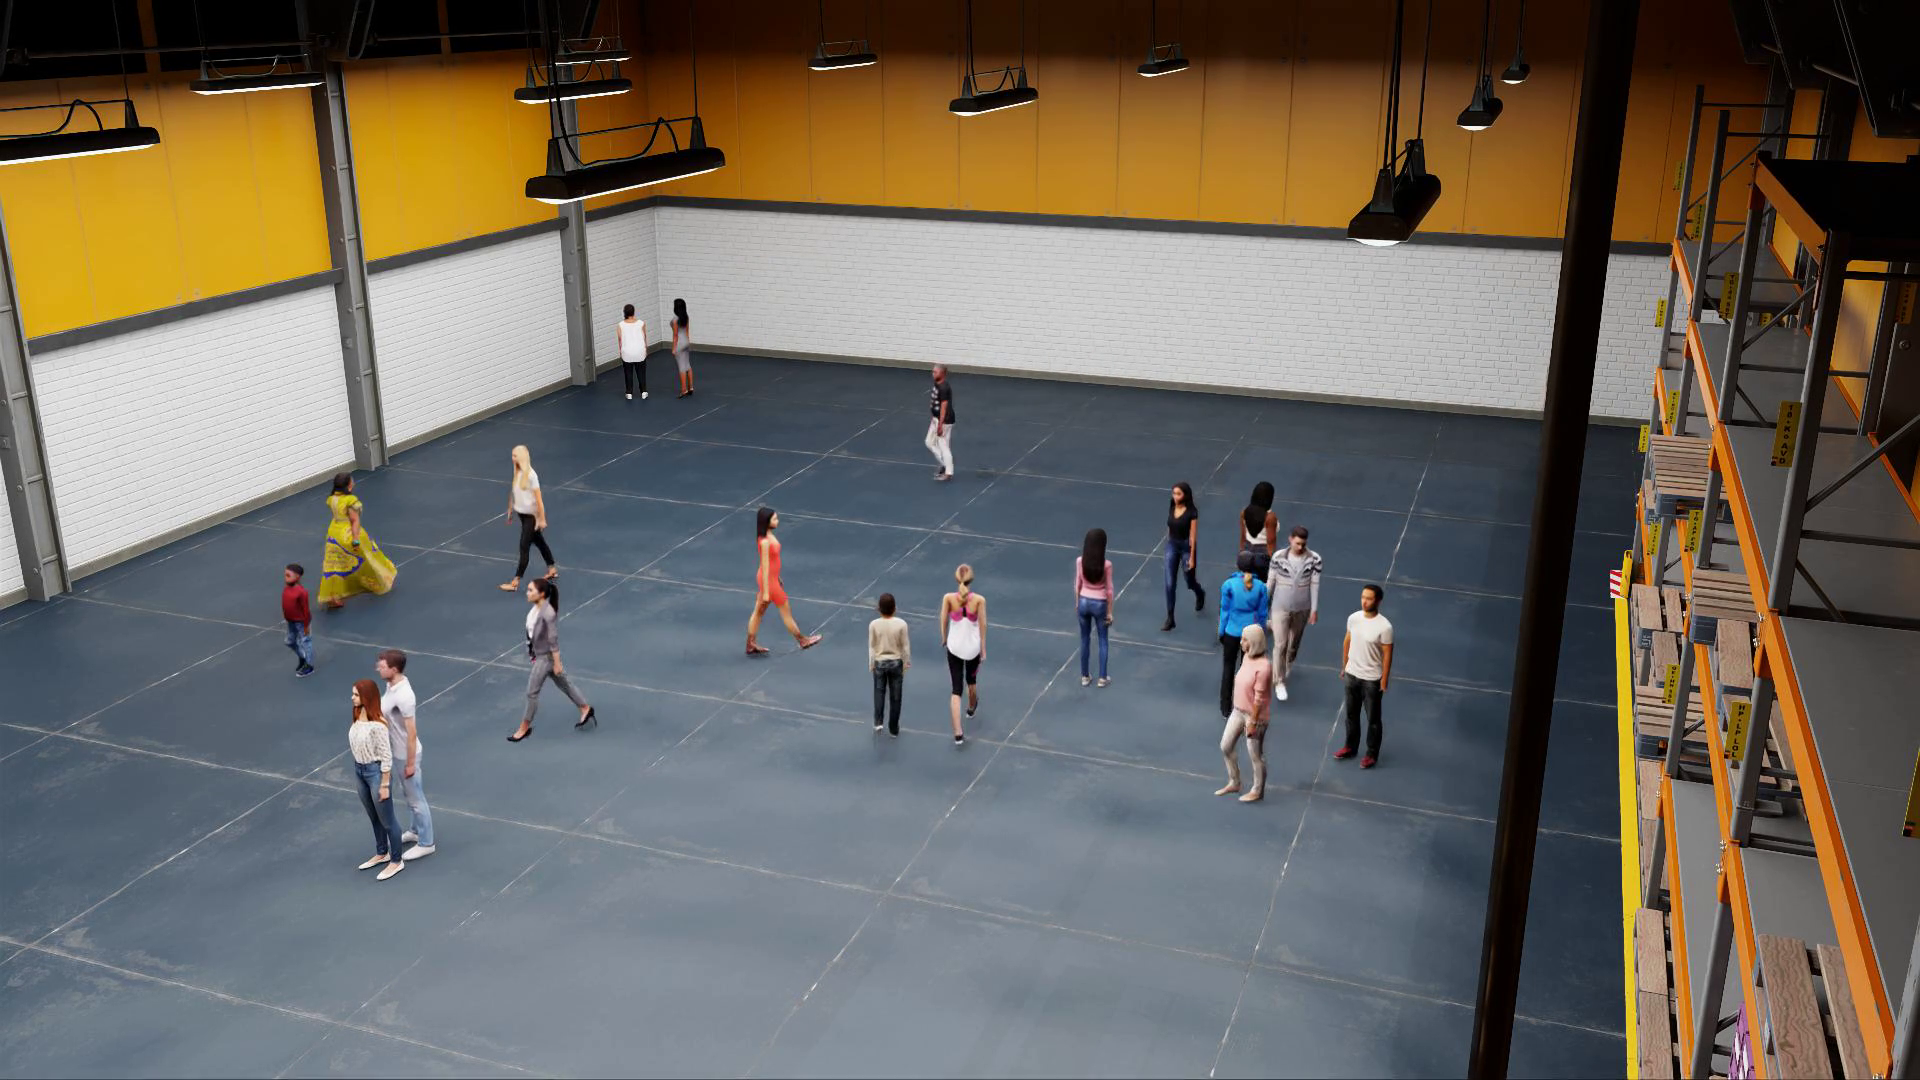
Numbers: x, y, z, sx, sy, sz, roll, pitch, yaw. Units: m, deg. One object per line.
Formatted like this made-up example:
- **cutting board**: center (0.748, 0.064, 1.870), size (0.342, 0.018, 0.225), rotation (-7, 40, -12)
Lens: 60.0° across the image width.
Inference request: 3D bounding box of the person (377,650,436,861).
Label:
- **person**: center (-4.674, 1.785, 14.045), size (0.774, 1.851, 0.726), rotation (-10, 21, -26)

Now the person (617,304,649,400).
- **person**: center (-5.817, -3.357, 29.565), size (0.762, 1.691, 0.786), rotation (-4, 19, -11)

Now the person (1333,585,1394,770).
- **person**: center (3.833, 1.263, 15.672), size (0.689, 1.803, 0.717), rotation (-17, 25, -42)

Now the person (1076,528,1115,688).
- **person**: center (1.374, 0.706, 17.422), size (0.581, 1.741, 0.541), rotation (7, 20, 19)

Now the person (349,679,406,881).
- **person**: center (-4.837, 1.950, 13.747), size (0.644, 1.729, 0.616), rotation (15, 24, 38)

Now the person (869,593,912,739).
- **person**: center (-0.697, 1.255, 16.241), size (0.617, 1.453, 0.609), rotation (1, 19, 3)

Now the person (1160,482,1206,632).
- **person**: center (2.582, 0.155, 19.090), size (0.729, 1.721, 1.094), rotation (13, 22, 33)

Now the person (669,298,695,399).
- **person**: center (-4.951, -3.418, 29.606), size (0.677, 1.781, 0.515), rotation (10, 21, 27)

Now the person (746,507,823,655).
- **person**: center (-2.173, 0.485, 18.175), size (1.020, 1.679, 1.102), rotation (-3, 19, -10)

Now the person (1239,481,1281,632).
- **person**: center (3.294, 0.242, 18.728), size (1.118, 1.788, 0.919), rotation (-16, 25, -40)

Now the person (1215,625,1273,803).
- **person**: center (2.692, 1.559, 14.935), size (0.811, 1.712, 0.749), rotation (-8, 20, -22)

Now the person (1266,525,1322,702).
- **person**: center (3.456, 0.670, 17.380), size (0.970, 1.836, 1.258), rotation (1, 19, 4)

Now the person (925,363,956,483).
- **person**: center (-0.175, -1.740, 24.610), size (0.862, 1.789, 0.771), rotation (-4, 19, -13)

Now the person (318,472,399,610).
- **person**: center (-7.283, 0.041, 19.608), size (0.842, 1.606, 1.343), rotation (9, 21, 25)

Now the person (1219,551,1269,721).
- **person**: center (2.821, 0.962, 16.576), size (0.669, 1.795, 0.624), rotation (3, 19, 8)

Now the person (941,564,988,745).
- **person**: center (0.015, 1.135, 16.153), size (0.827, 1.737, 1.205), rotation (1, 19, 4)

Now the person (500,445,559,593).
- **person**: center (-5.167, -0.283, 20.288), size (0.921, 1.786, 1.199), rotation (16, 24, 39)

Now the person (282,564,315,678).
- **person**: center (-7.037, 0.832, 17.816), size (0.548, 1.251, 0.542), rotation (11, 22, 31)

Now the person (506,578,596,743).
- **person**: center (-3.944, 1.163, 16.237), size (1.161, 1.632, 1.101), rotation (-9, 21, -25)
